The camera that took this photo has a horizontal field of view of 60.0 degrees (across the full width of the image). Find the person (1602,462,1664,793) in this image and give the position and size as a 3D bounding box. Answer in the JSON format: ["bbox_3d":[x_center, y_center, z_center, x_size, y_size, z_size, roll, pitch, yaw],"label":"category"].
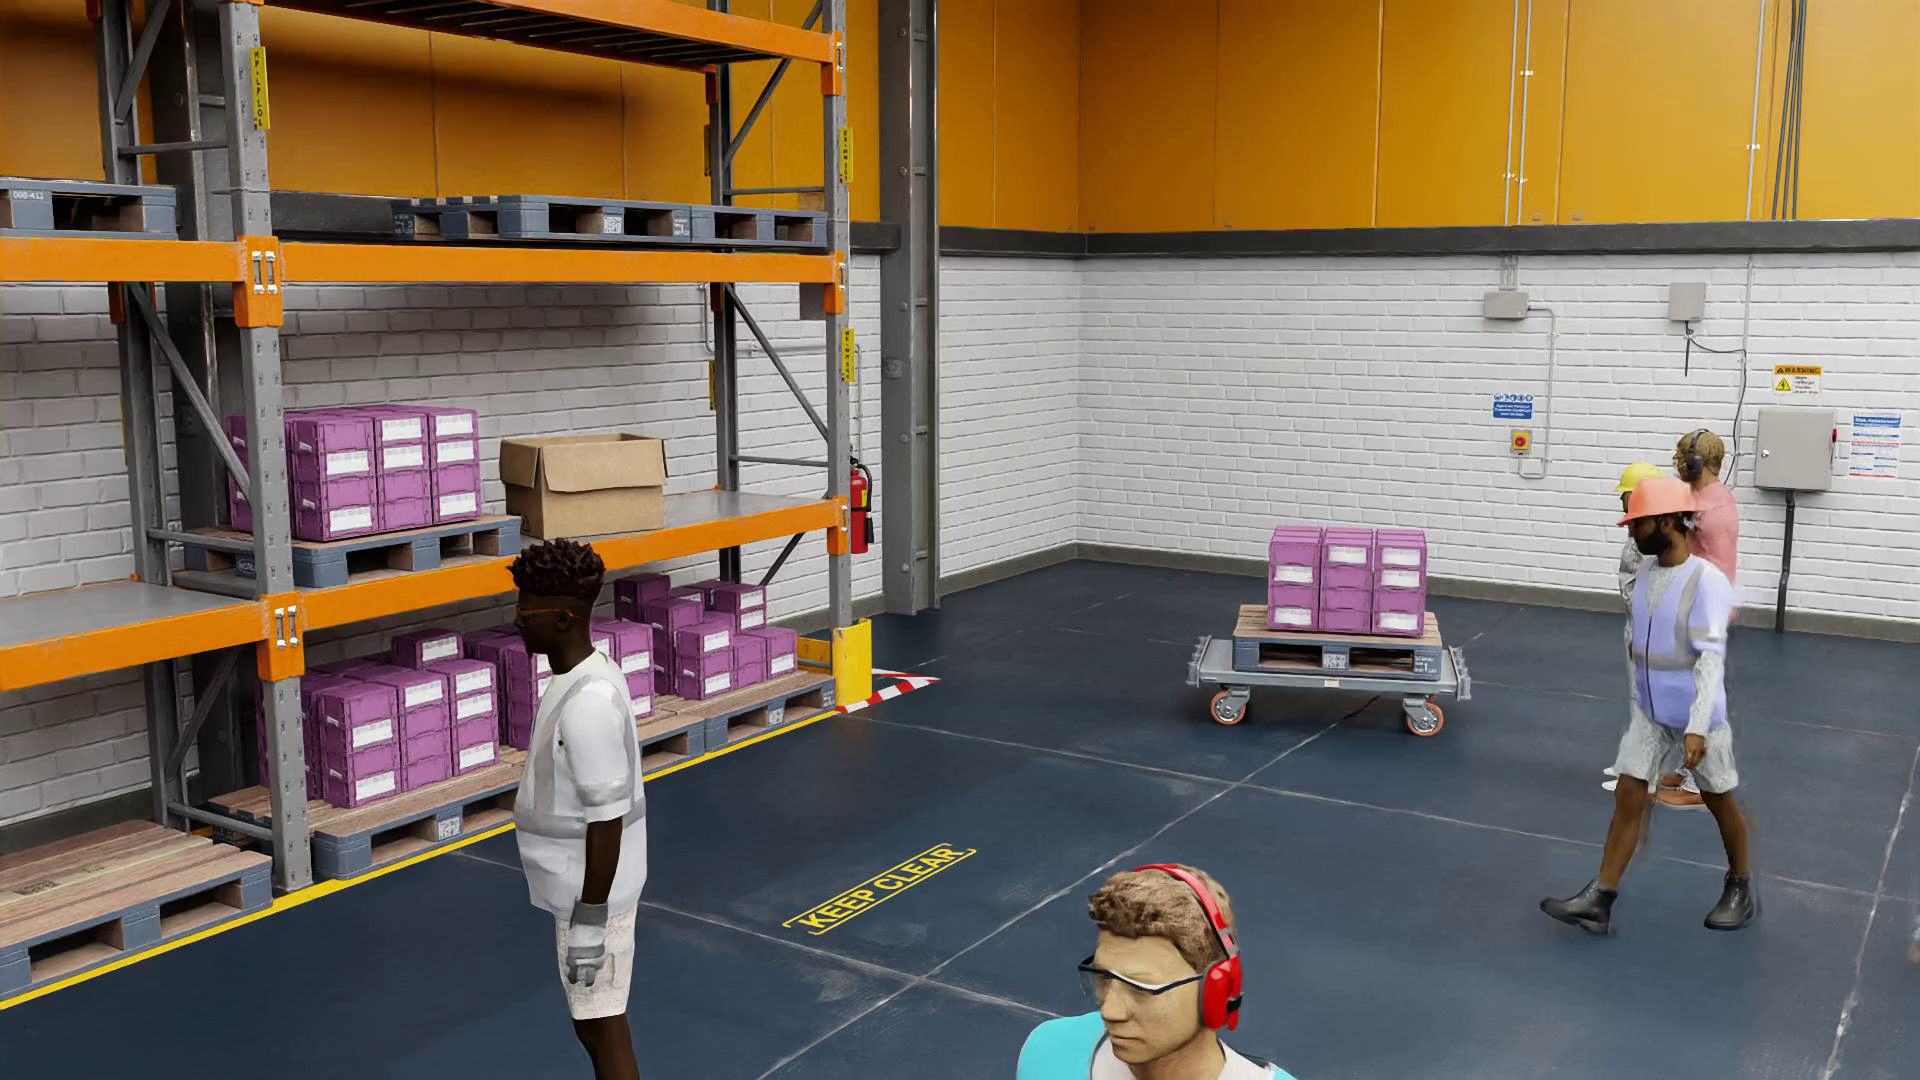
[{"bbox_3d":[3.561,0.455,8.752,0.320,1.737,0.485,4,9,22],"label":"person"}]

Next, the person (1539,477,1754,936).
[{"bbox_3d":[2.895,0.690,6.746,0.992,1.874,0.649,-3,9,-20],"label":"person"}]

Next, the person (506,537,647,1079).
[{"bbox_3d":[-1.068,0.963,4.700,0.361,1.963,0.612,-2,9,-15],"label":"person"}]

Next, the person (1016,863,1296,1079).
[{"bbox_3d":[0.308,1.364,2.483,0.565,1.846,0.390,7,11,37],"label":"person"}]

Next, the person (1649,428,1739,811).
[{"bbox_3d":[3.735,0.402,8.439,0.355,1.936,0.636,4,9,22],"label":"person"}]
